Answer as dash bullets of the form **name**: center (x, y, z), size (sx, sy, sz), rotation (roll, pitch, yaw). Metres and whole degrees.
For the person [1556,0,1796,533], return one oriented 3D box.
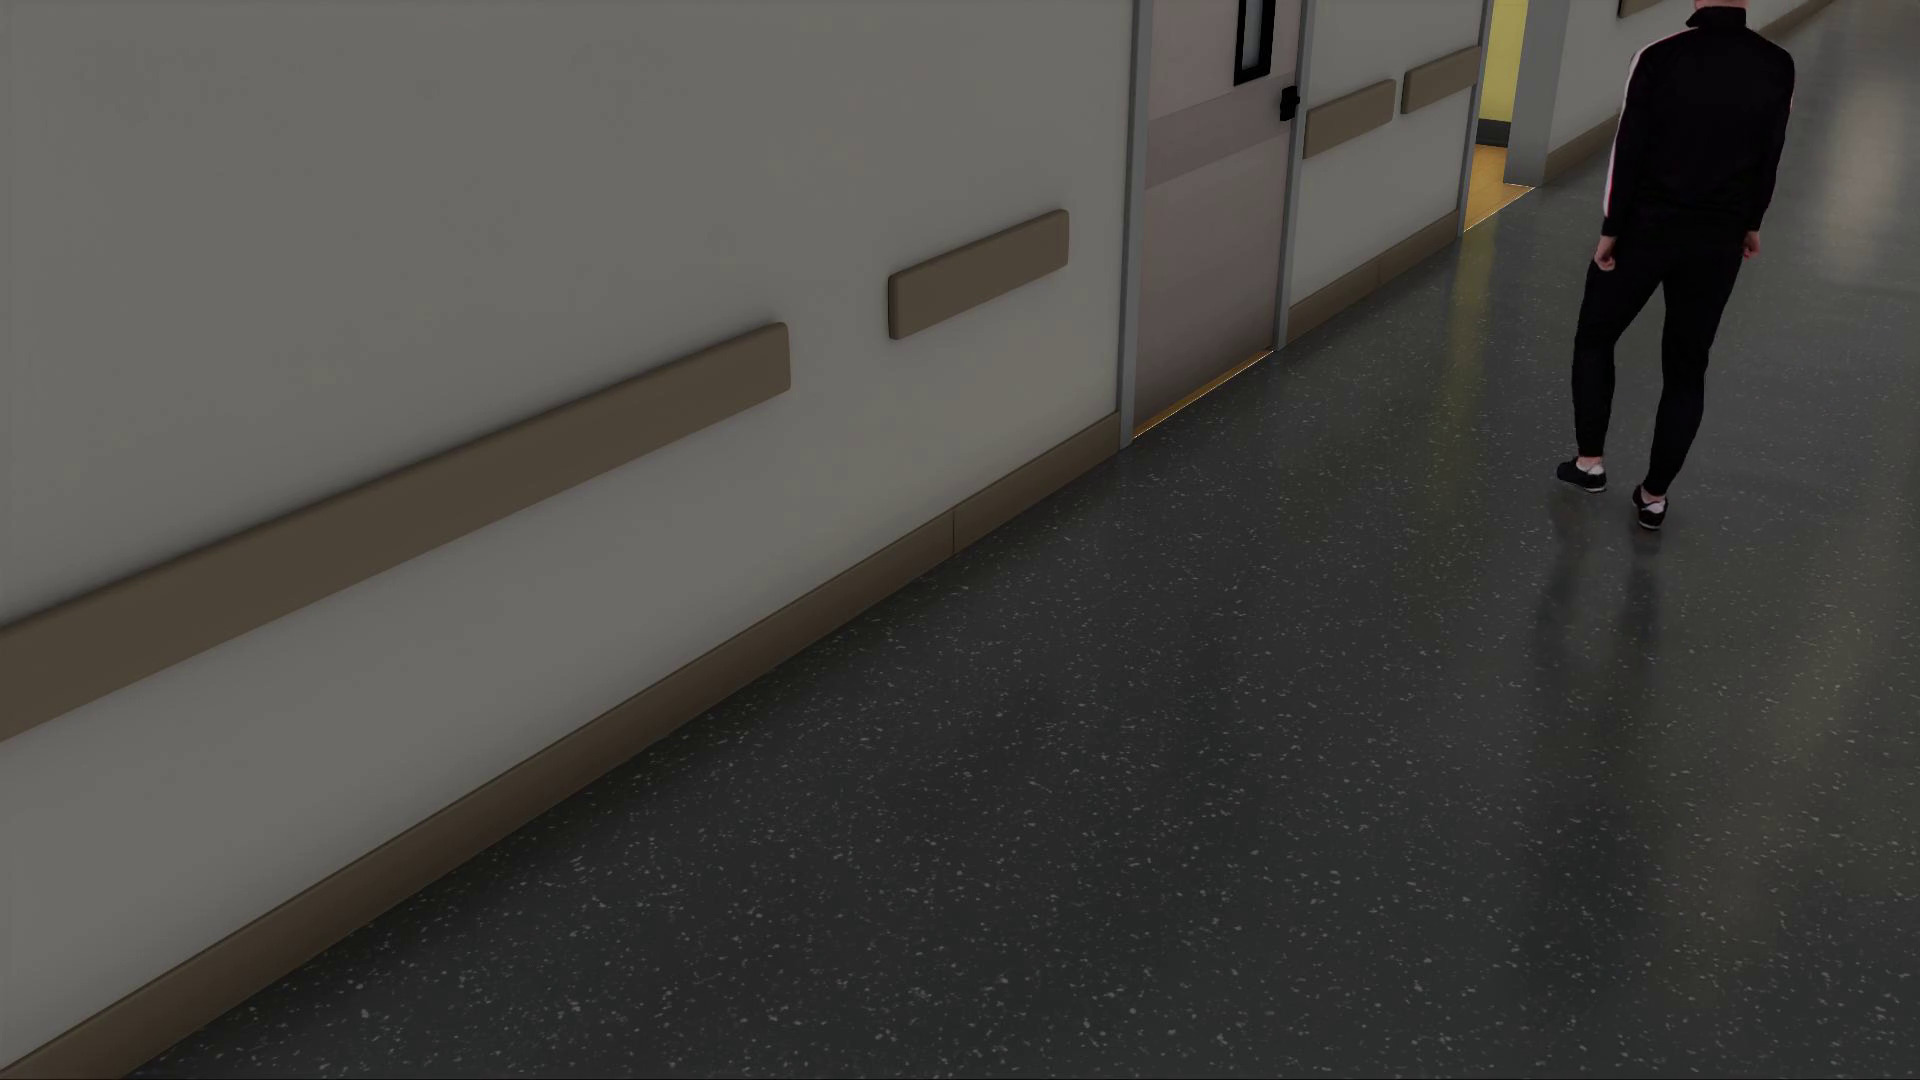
- **person**: center (2.241, -0.874, 5.146), size (0.739, 1.824, 0.858), rotation (4, 26, 9)
